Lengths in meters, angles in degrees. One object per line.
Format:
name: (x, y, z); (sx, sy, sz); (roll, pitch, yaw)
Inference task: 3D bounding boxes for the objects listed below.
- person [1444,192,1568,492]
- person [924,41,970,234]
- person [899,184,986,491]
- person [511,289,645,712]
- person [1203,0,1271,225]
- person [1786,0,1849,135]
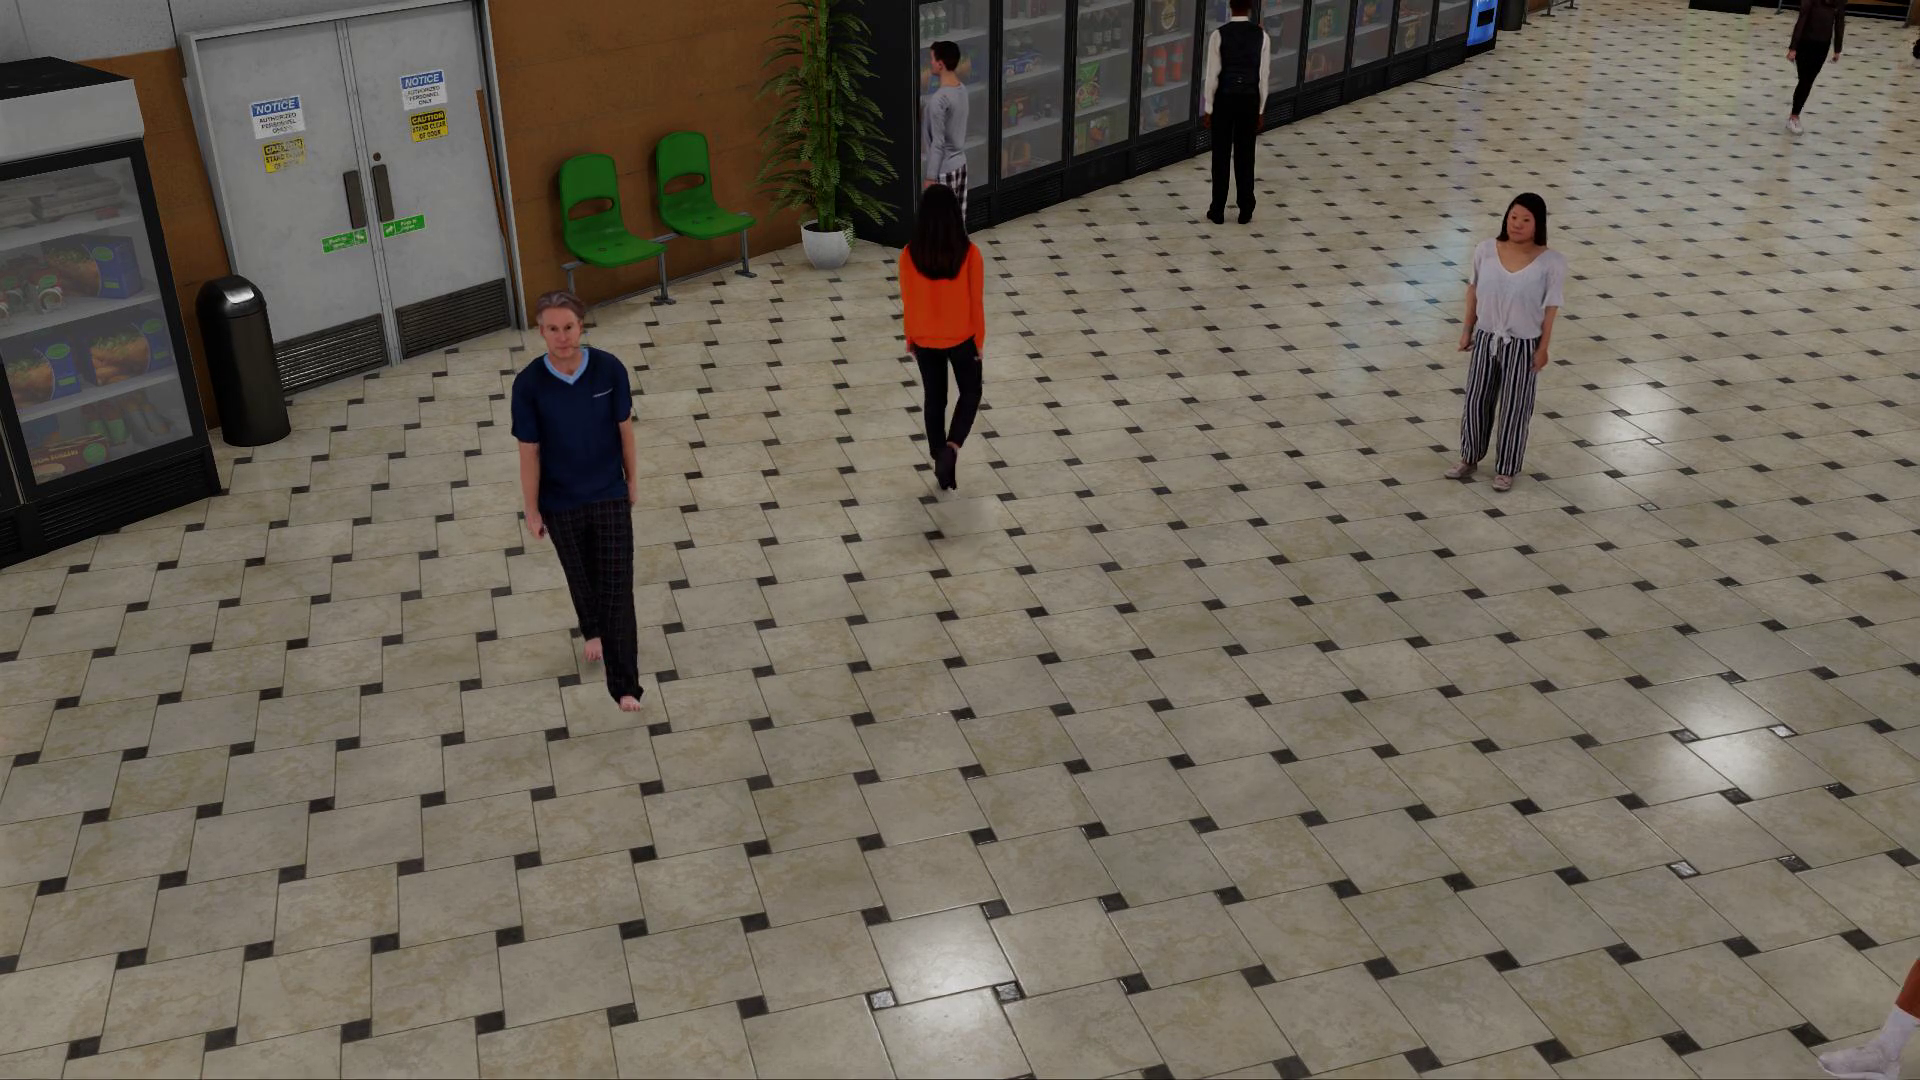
person: (3.020, -1.100, 9.171); (0.532, 1.682, 0.731); (22, 34, 37)
person: (-0.091, -2.700, 12.144); (0.639, 1.847, 0.684); (10, 29, 20)
person: (-0.095, -1.034, 8.982); (0.823, 1.736, 0.857); (7, 28, 13)
person: (-1.658, -0.205, 7.259); (1.094, 1.816, 1.266); (-7, 28, -14)
person: (2.291, -3.602, 13.845); (0.748, 1.918, 0.843); (1, 27, 2)
person: (8.599, -4.997, 16.851); (0.800, 1.687, 0.860); (-2, 27, -5)
